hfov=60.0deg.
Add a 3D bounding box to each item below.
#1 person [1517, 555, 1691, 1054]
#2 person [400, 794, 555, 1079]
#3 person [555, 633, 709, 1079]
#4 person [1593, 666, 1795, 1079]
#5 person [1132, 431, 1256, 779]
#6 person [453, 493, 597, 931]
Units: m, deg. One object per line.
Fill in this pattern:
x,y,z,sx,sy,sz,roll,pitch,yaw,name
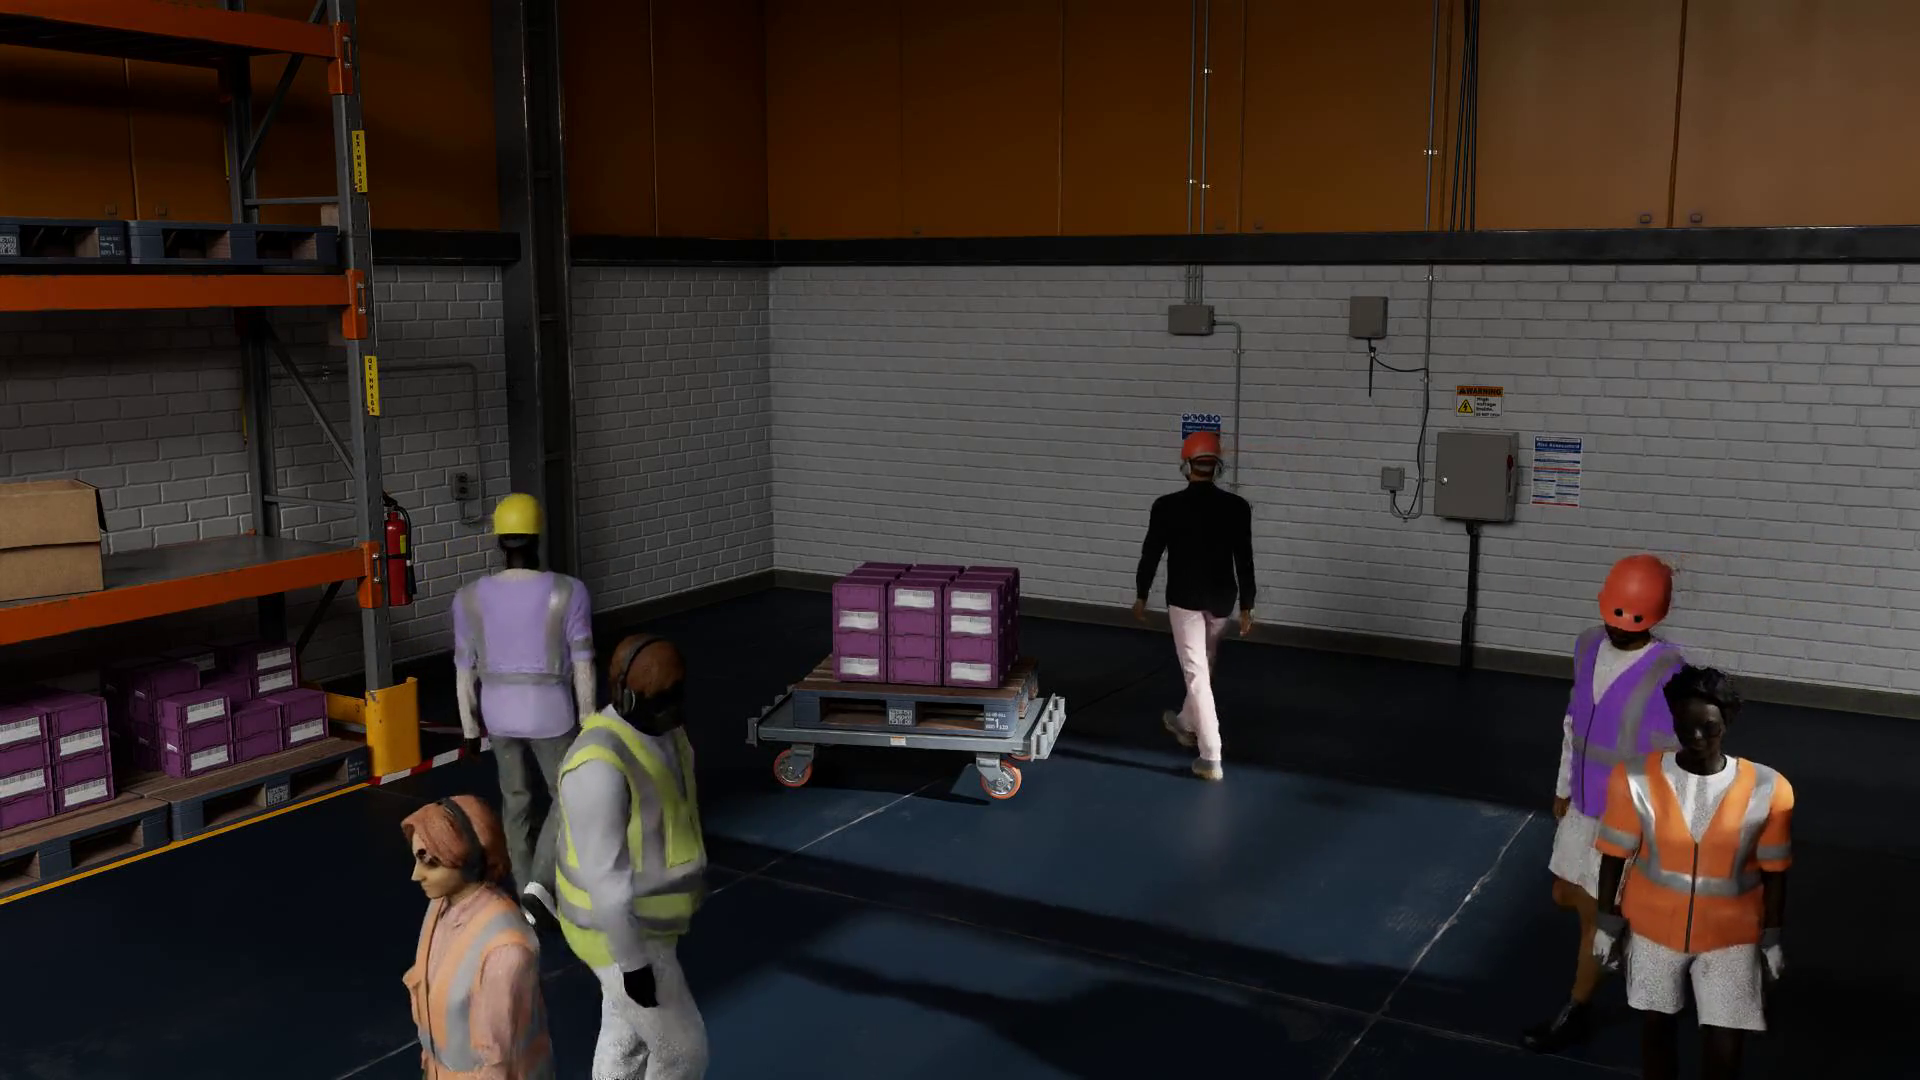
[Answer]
2.404,0.951,5.984,0.635,1.880,0.627,-3,9,-16,person
-1.168,1.396,4.021,0.369,1.620,0.513,-7,12,-38,person
-0.934,1.154,4.961,0.599,1.806,0.647,1,9,9,person
2.187,1.207,5.013,0.552,1.671,0.625,5,10,27,person
1.360,0.345,9.612,0.615,1.940,1.025,-3,10,-19,person
-1.845,0.755,7.086,0.603,1.915,0.513,0,9,1,person
